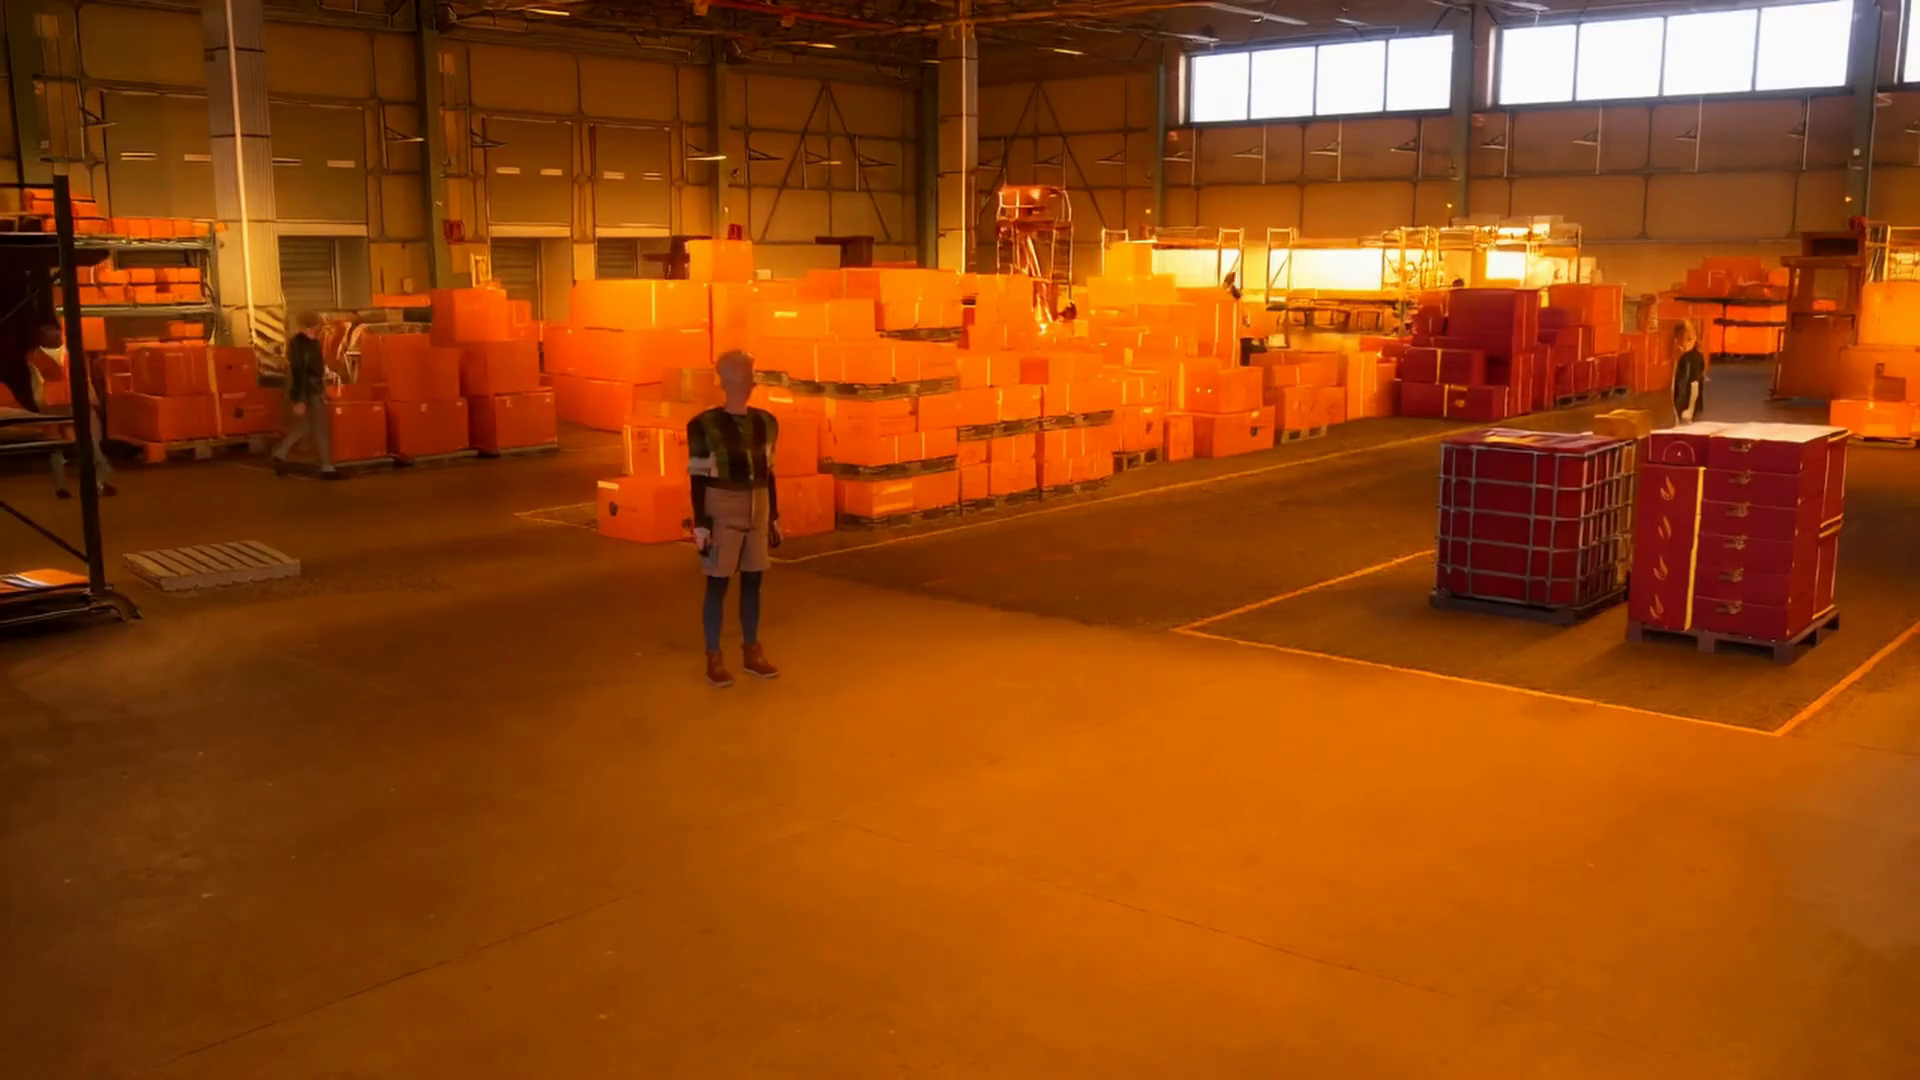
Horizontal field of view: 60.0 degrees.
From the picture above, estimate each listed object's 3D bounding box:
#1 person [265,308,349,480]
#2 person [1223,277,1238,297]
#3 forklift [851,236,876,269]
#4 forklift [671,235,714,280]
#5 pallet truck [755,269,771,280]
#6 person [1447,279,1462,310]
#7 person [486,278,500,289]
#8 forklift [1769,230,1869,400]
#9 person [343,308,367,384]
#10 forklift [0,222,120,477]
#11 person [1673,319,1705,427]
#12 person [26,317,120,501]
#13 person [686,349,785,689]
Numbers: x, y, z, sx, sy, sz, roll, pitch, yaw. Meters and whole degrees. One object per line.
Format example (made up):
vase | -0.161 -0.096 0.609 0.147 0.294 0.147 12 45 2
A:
person | -7.228 -1.592 18.270 0.847 1.908 0.634 -2 10 -8
person | 5.946 -4.740 36.105 0.648 1.925 0.634 0 10 2
forklift | -2.287 -5.819 39.522 1.873 2.768 1.129 2 10 14
forklift | -5.766 -5.223 36.131 1.873 2.768 1.129 8 13 40
pallet truck | -4.996 -6.432 45.525 1.885 1.965 0.823 -6 12 -32
person | 10.151 -4.391 34.157 0.626 1.916 0.512 -4 11 -23
person | -9.494 -4.354 33.864 0.375 1.935 0.551 3 11 19
forklift | 14.250 -3.674 27.312 1.129 2.768 1.873 8 13 39
person | -9.175 -2.700 25.295 0.523 1.638 0.311 7 12 33
forklift | -10.624 -2.109 18.400 1.129 2.768 1.873 8 13 40
person | 7.105 -1.236 16.325 0.326 1.865 0.519 3 10 15
person | -9.007 -1.323 16.843 0.708 1.864 0.449 -6 12 -31
person | -1.301 -0.131 9.735 0.603 1.966 0.368 -8 13 -40
